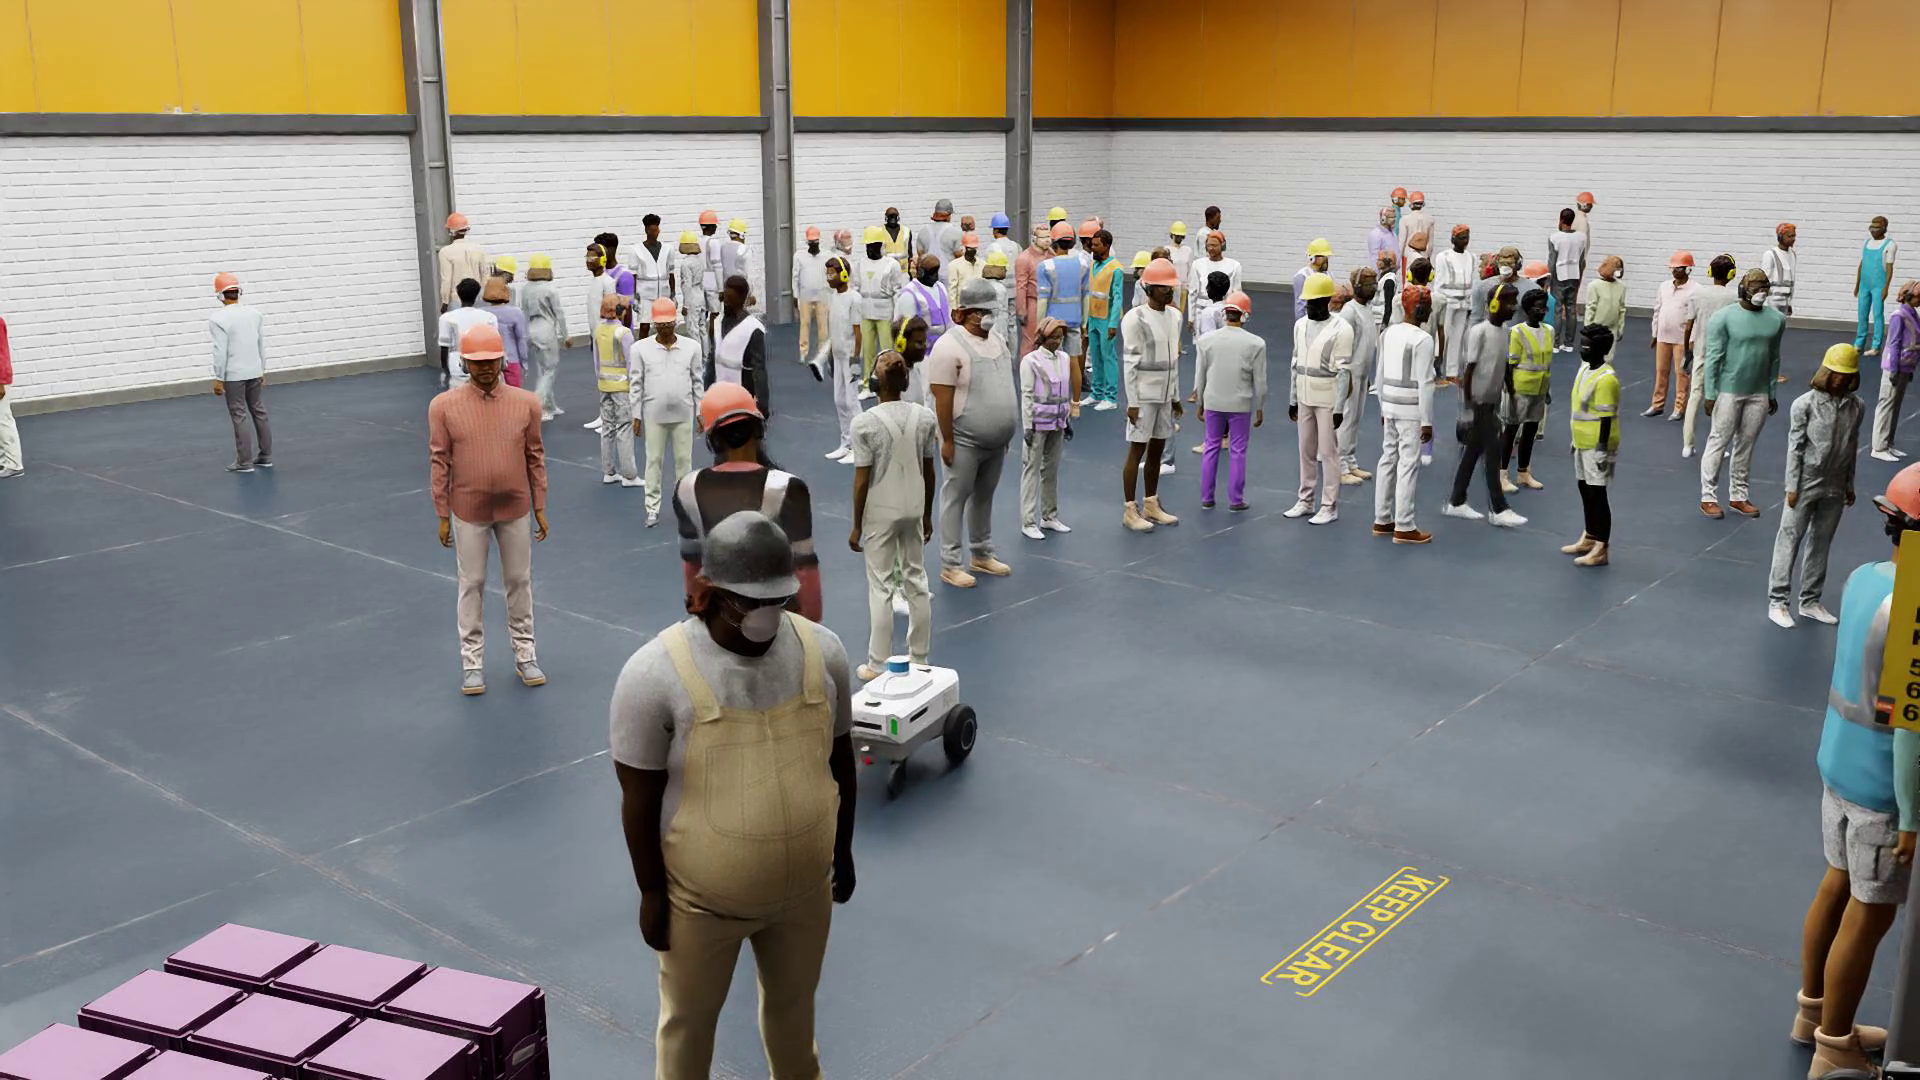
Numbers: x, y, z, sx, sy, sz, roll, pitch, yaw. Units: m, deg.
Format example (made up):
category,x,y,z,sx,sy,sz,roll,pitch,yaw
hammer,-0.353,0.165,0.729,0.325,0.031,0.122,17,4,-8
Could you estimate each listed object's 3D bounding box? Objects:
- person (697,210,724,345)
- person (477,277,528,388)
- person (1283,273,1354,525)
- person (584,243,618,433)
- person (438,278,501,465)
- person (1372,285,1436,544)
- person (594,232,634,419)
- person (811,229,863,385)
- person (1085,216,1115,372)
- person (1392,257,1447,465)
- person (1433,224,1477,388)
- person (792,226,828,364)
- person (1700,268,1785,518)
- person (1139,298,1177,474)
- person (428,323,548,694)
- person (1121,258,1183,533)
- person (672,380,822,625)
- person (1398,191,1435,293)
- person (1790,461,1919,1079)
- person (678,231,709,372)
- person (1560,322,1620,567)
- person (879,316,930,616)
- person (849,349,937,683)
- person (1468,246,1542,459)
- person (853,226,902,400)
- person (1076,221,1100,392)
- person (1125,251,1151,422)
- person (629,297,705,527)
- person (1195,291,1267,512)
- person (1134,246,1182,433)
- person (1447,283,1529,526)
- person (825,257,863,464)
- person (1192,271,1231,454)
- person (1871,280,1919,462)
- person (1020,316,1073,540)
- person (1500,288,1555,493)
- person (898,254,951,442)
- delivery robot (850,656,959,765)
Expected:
category,x,y,z,sx,sy,sz,roll,pitch,yaw
person,-3.225,-3.274,21.465,0.542,1.939,0.362,12,19,40
person,-4.281,-1.631,15.516,0.499,1.634,0.279,-2,14,-8
person,2.733,-1.081,12.744,0.397,1.920,0.587,-9,16,-31
person,-3.577,-2.009,16.536,0.320,1.876,0.533,-8,16,-30
person,-4.393,-1.505,14.951,0.540,1.665,0.566,-6,15,-24
person,3.263,-0.917,12.156,0.340,1.882,0.585,-5,15,-19
person,-3.524,-2.153,16.954,0.373,1.958,0.604,-11,18,-39
person,-1.371,-2.672,19.240,0.630,1.850,0.675,-7,16,-27
person,1.648,-3.035,20.574,0.401,1.910,0.642,-5,15,-20
person,4.072,-1.590,14.891,0.516,1.863,0.335,0,14,0
person,5.753,-2.721,19.369,0.577,1.882,0.349,-7,16,-25
person,-1.867,-3.131,21.265,0.561,1.753,0.327,-1,14,-5
person,6.061,-1.132,12.905,0.636,1.939,0.364,-2,14,-10
person,1.753,-1.390,14.552,0.281,1.633,0.501,-2,14,-9
person,-2.518,-0.170,8.947,0.612,1.995,0.376,-7,16,-25
person,1.469,-1.088,12.514,0.605,2.045,0.387,-13,19,-42
person,-0.860,0.357,6.822,0.649,2.003,0.548,3,14,13
person,7.096,-4.436,25.992,0.609,1.995,0.377,-4,14,-14
person,2.914,0.746,5.217,0.399,2.039,0.609,3,14,12
person,-3.288,-2.899,20.362,0.312,1.743,0.493,4,15,15
person,4.396,-0.664,11.555,0.322,1.690,0.546,1,14,4
person,-0.364,-0.472,10.475,0.384,1.855,0.647,5,15,18
person,-0.370,-0.112,9.020,0.506,1.846,0.346,-8,16,-30
person,4.964,-1.713,15.225,0.635,1.937,0.352,6,15,22
person,-0.925,-2.479,18.310,0.595,1.925,0.374,7,16,28
person,1.462,-2.666,19.036,0.355,1.938,0.545,0,14,1
person,1.855,-2.029,16.840,0.323,1.767,0.533,-3,14,-10
person,-2.211,-0.969,12.629,0.573,1.749,0.343,-4,15,-16
person,2.143,-1.088,13.138,0.577,1.737,0.355,6,15,23
person,1.954,-1.970,16.442,0.514,1.844,0.327,9,17,33
person,4.114,-1.019,12.647,0.826,1.837,0.525,13,19,43
person,-1.050,-1.625,15.054,0.337,1.856,0.524,-9,17,-33
person,2.370,-1.640,15.427,0.317,1.696,0.538,10,17,34
person,8.561,-1.544,15.158,0.310,1.640,0.514,13,19,41
person,0.638,-0.836,12.328,0.311,1.640,0.514,13,19,42
person,4.716,-1.238,13.818,0.541,1.695,0.316,-8,16,-28
person,-0.308,-1.791,15.770,0.429,1.830,0.637,10,17,36
delivery robot,-0.287,0.789,7.843,0.477,0.478,0.707,7,16,25
